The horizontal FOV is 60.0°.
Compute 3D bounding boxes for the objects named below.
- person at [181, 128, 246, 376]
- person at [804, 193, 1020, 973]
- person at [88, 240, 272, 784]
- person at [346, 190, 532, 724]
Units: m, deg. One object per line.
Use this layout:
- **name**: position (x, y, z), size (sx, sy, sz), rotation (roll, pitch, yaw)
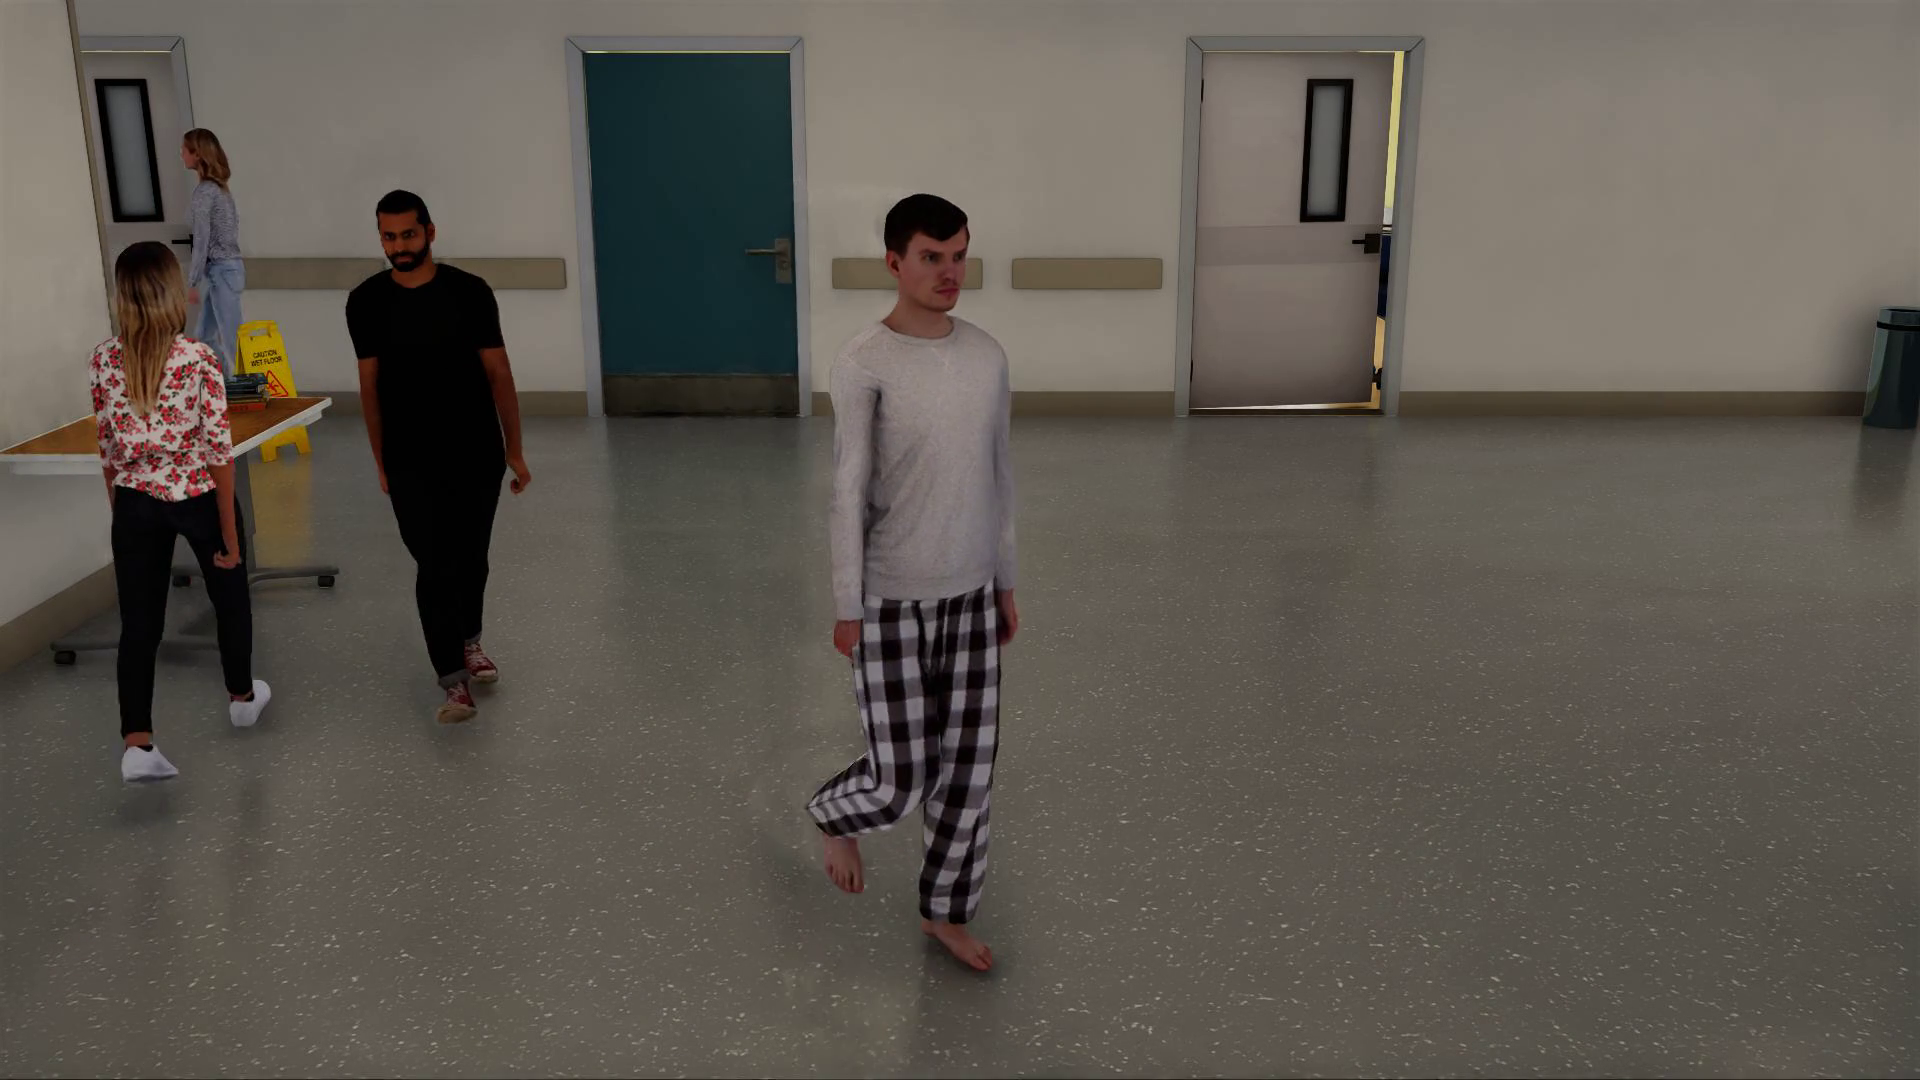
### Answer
- **person**: position (-4.231, -1.489, 9.749), size (0.672, 1.781, 0.654), rotation (-2, 16, -7)
- **person**: position (-0.124, 0.108, 3.988), size (0.888, 1.834, 0.921), rotation (-11, 19, -34)
- **person**: position (-2.389, -0.045, 4.969), size (1.073, 1.595, 0.696), rotation (-1, 16, -5)
- **person**: position (-1.742, -0.281, 5.600), size (1.135, 1.708, 1.001), rotation (-7, 17, -25)
